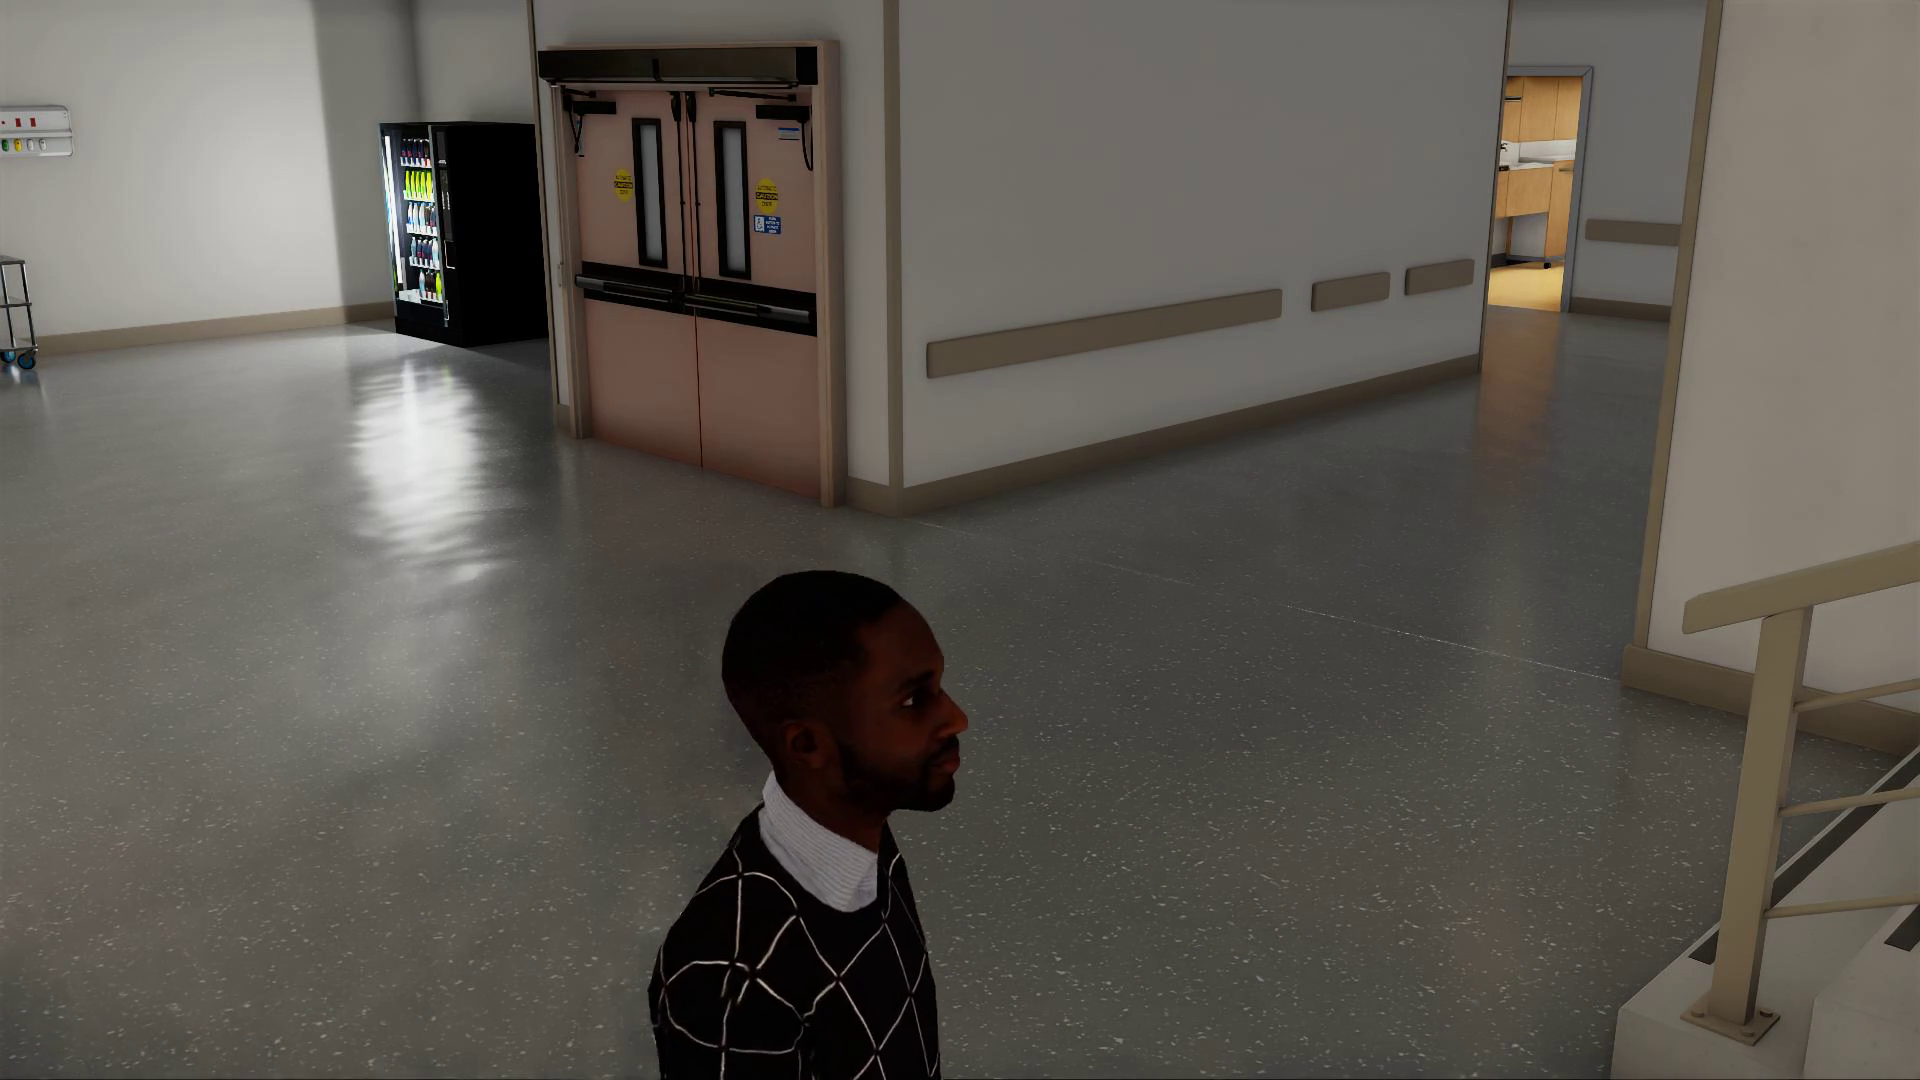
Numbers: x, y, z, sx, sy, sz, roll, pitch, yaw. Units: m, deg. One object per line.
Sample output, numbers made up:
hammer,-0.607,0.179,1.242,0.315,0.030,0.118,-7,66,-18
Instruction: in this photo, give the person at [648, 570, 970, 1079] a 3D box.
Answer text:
person,-0.233,0.901,1.796,0.910,1.813,0.861,3,16,11
